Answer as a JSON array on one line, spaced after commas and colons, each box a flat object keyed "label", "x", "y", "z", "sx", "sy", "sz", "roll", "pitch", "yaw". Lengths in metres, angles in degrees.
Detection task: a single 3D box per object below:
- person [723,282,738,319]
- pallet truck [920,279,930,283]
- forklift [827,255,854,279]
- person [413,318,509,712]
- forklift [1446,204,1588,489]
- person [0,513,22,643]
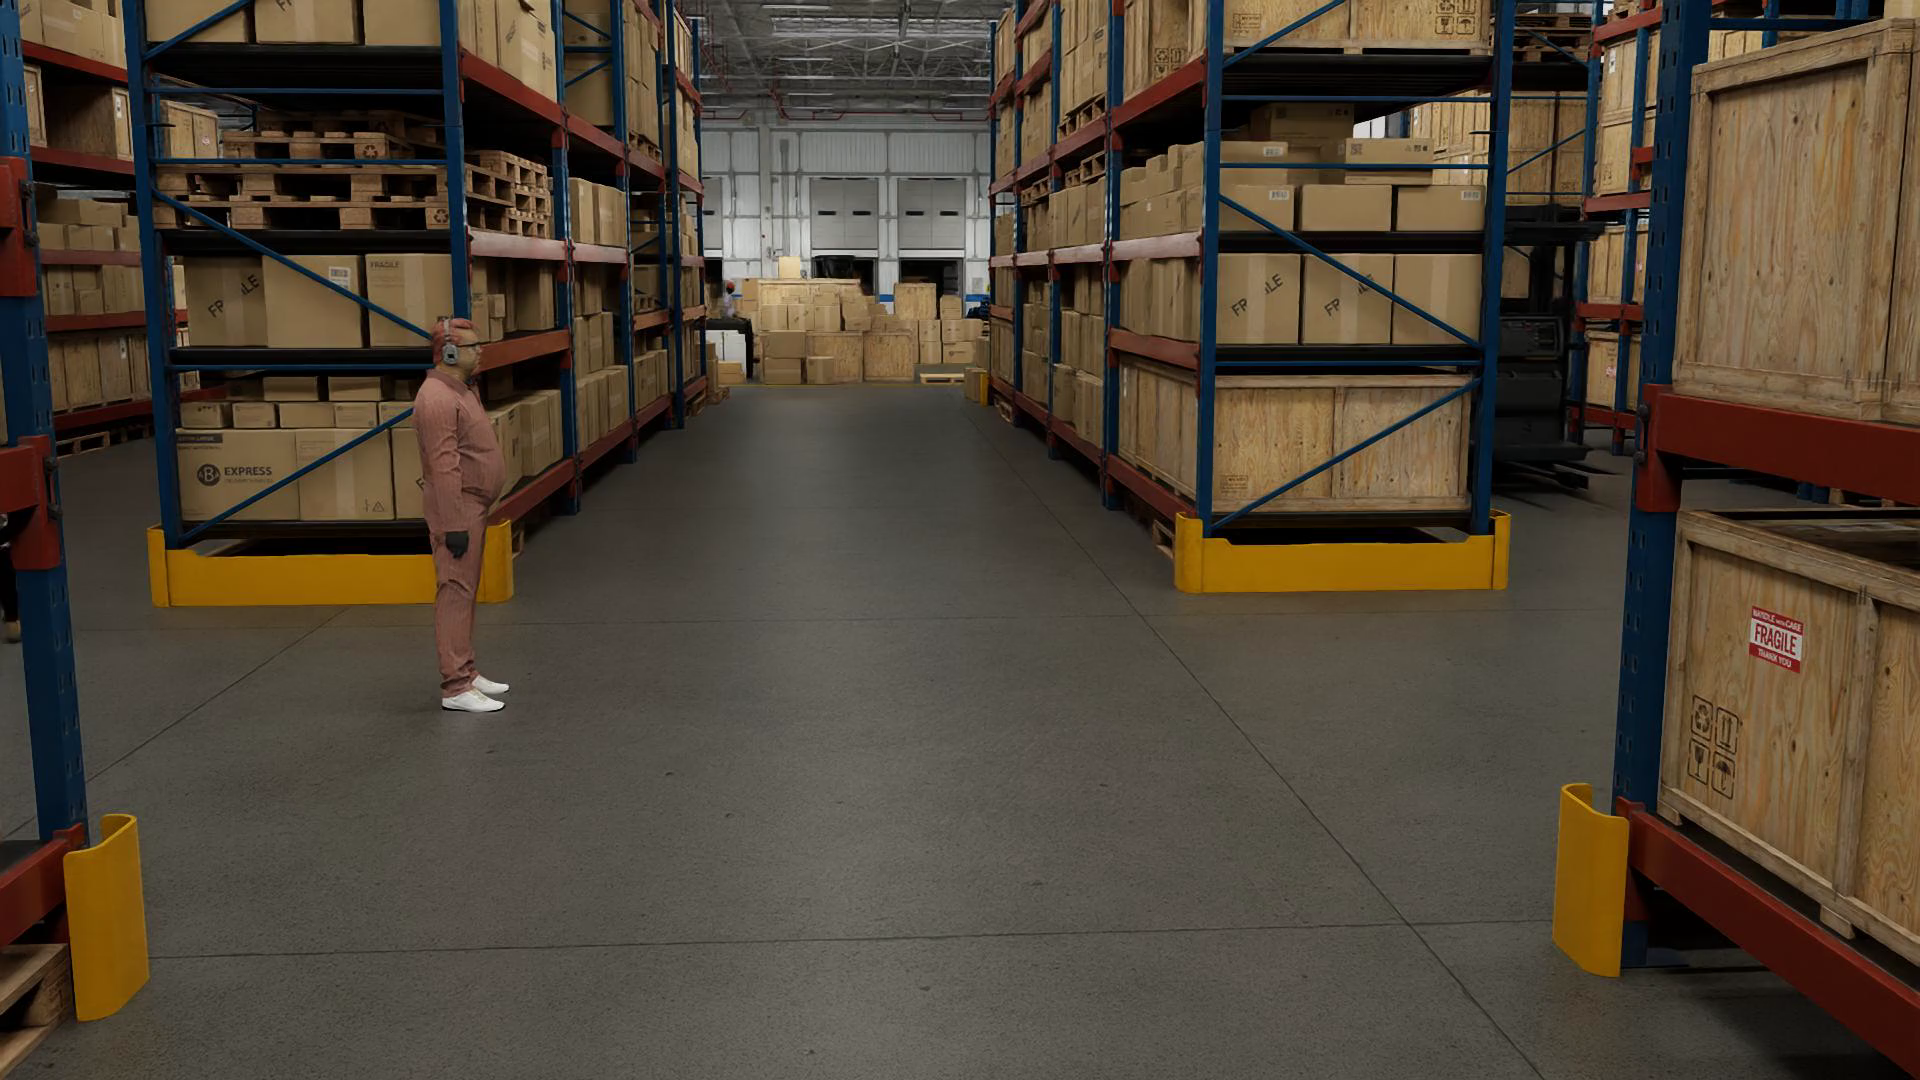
[{"label": "person", "x": -6.914, "y": -6.871, "z": 50.571, "sx": 0.931, "sy": 1.890, "sz": 0.548, "roll": -1, "pitch": 9, "yaw": -8}, {"label": "pallet truck", "x": -0.932, "y": -8.922, "z": 63.114, "sx": 1.885, "sy": 1.965, "sz": 0.823, "roll": 2, "pitch": 9, "yaw": 13}, {"label": "forklift", "x": -4.171, "y": -8.608, "z": 58.381, "sx": 1.129, "sy": 2.768, "sz": 1.873, "roll": -5, "pitch": 10, "yaw": -30}, {"label": "person", "x": -2.427, "y": -0.124, "z": 8.145, "sx": 0.408, "sy": 1.913, "sz": 0.641, "roll": -2, "pitch": 9, "yaw": -10}, {"label": "forklift", "x": 5.492, "y": -1.995, "z": 16.857, "sx": 1.129, "sy": 2.768, "sz": 1.873, "roll": -1, "pitch": 9, "yaw": -4}, {"label": "person", "x": -5.503, "y": -0.222, "z": 9.436, "sx": 0.448, "sy": 1.686, "sz": 0.548, "roll": -2, "pitch": 9, "yaw": -11}]
